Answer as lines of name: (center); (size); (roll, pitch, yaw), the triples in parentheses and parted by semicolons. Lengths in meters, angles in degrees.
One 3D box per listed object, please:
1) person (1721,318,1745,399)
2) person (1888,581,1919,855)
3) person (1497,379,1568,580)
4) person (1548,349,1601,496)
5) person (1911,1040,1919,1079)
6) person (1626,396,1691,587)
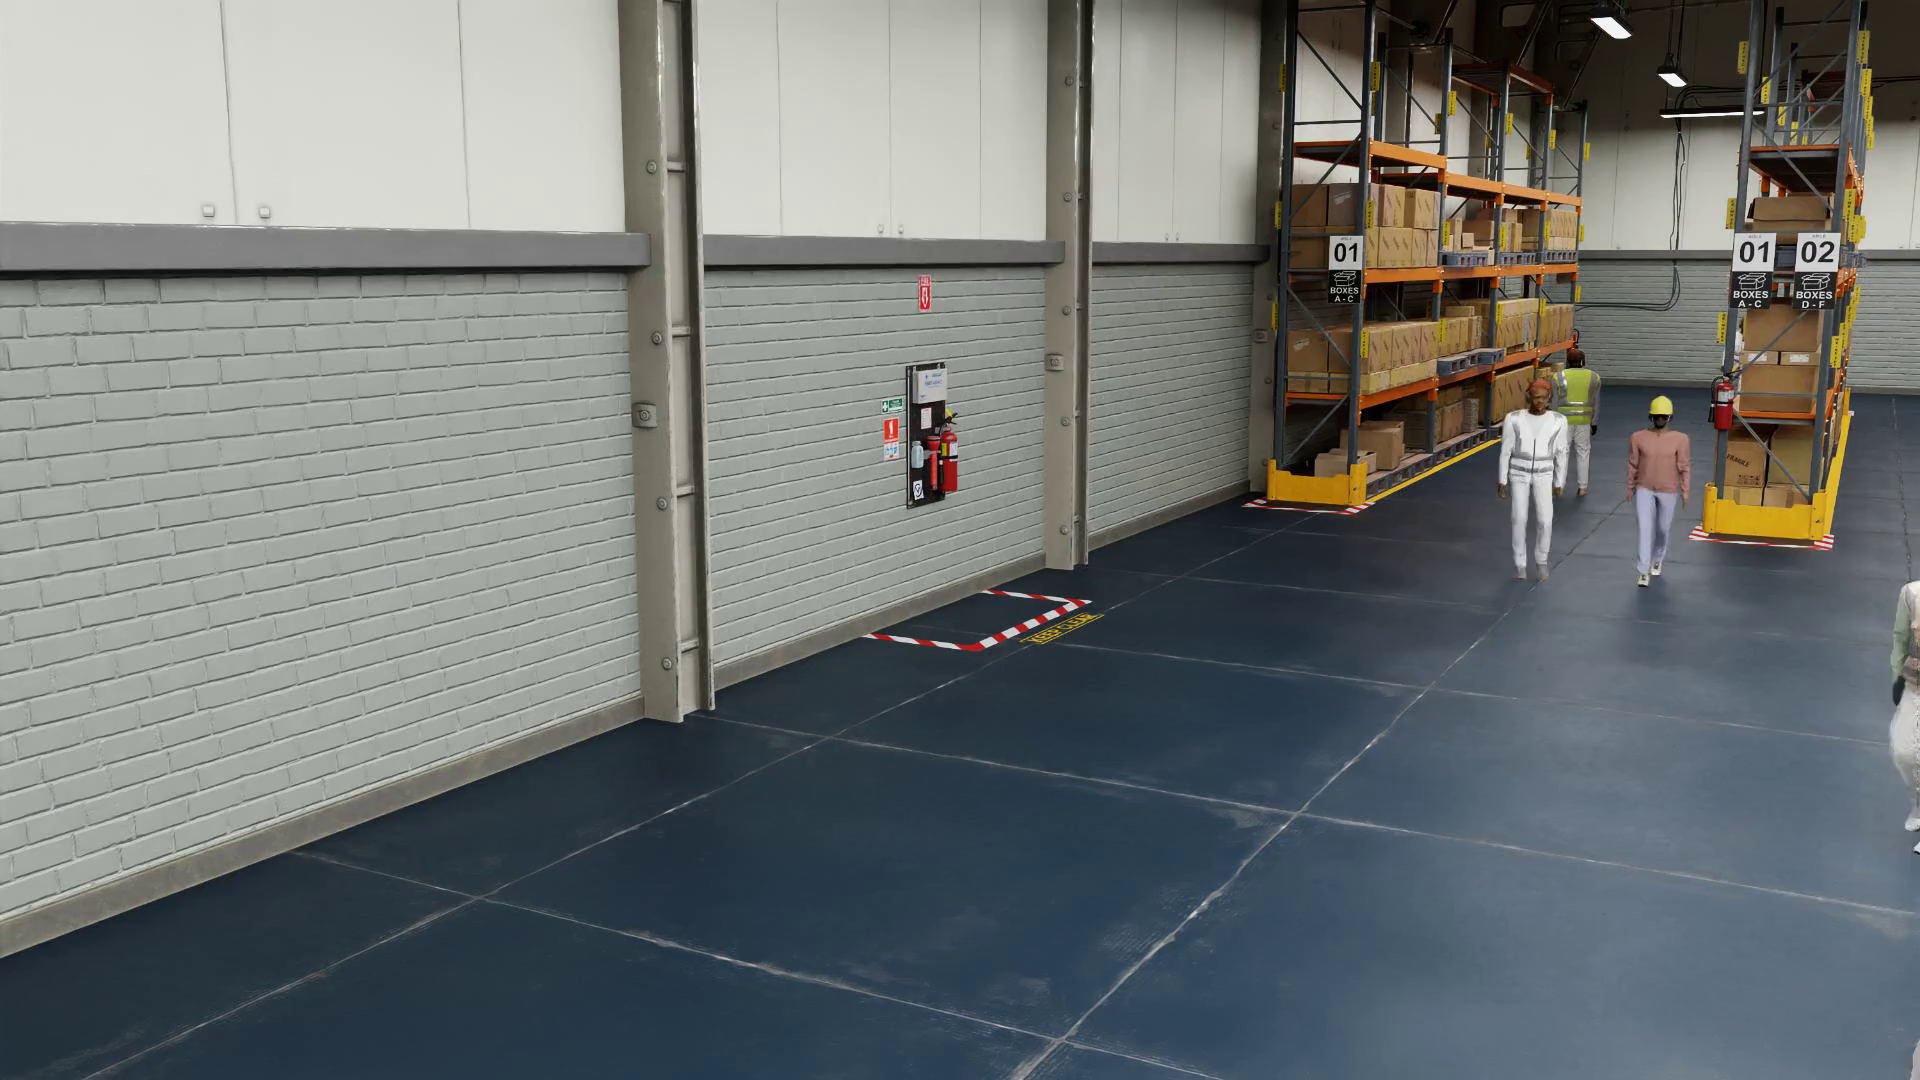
person: (15.039, -3.380, 32.042); (0.595, 1.843, 0.995); (6, 11, 31)
person: (4.917, 0.772, 8.320); (0.370, 1.624, 0.527); (-7, 12, -36)
person: (5.272, -0.545, 15.350); (0.596, 1.868, 0.540); (3, 10, 16)
person: (7.675, -1.471, 20.842); (0.634, 1.839, 0.429); (1, 10, 5)
person: (3.183, 1.243, 4.880); (0.643, 1.879, 0.935); (-7, 12, -37)
person: (6.421, -0.473, 15.308); (0.536, 1.730, 0.858); (4, 10, 22)
